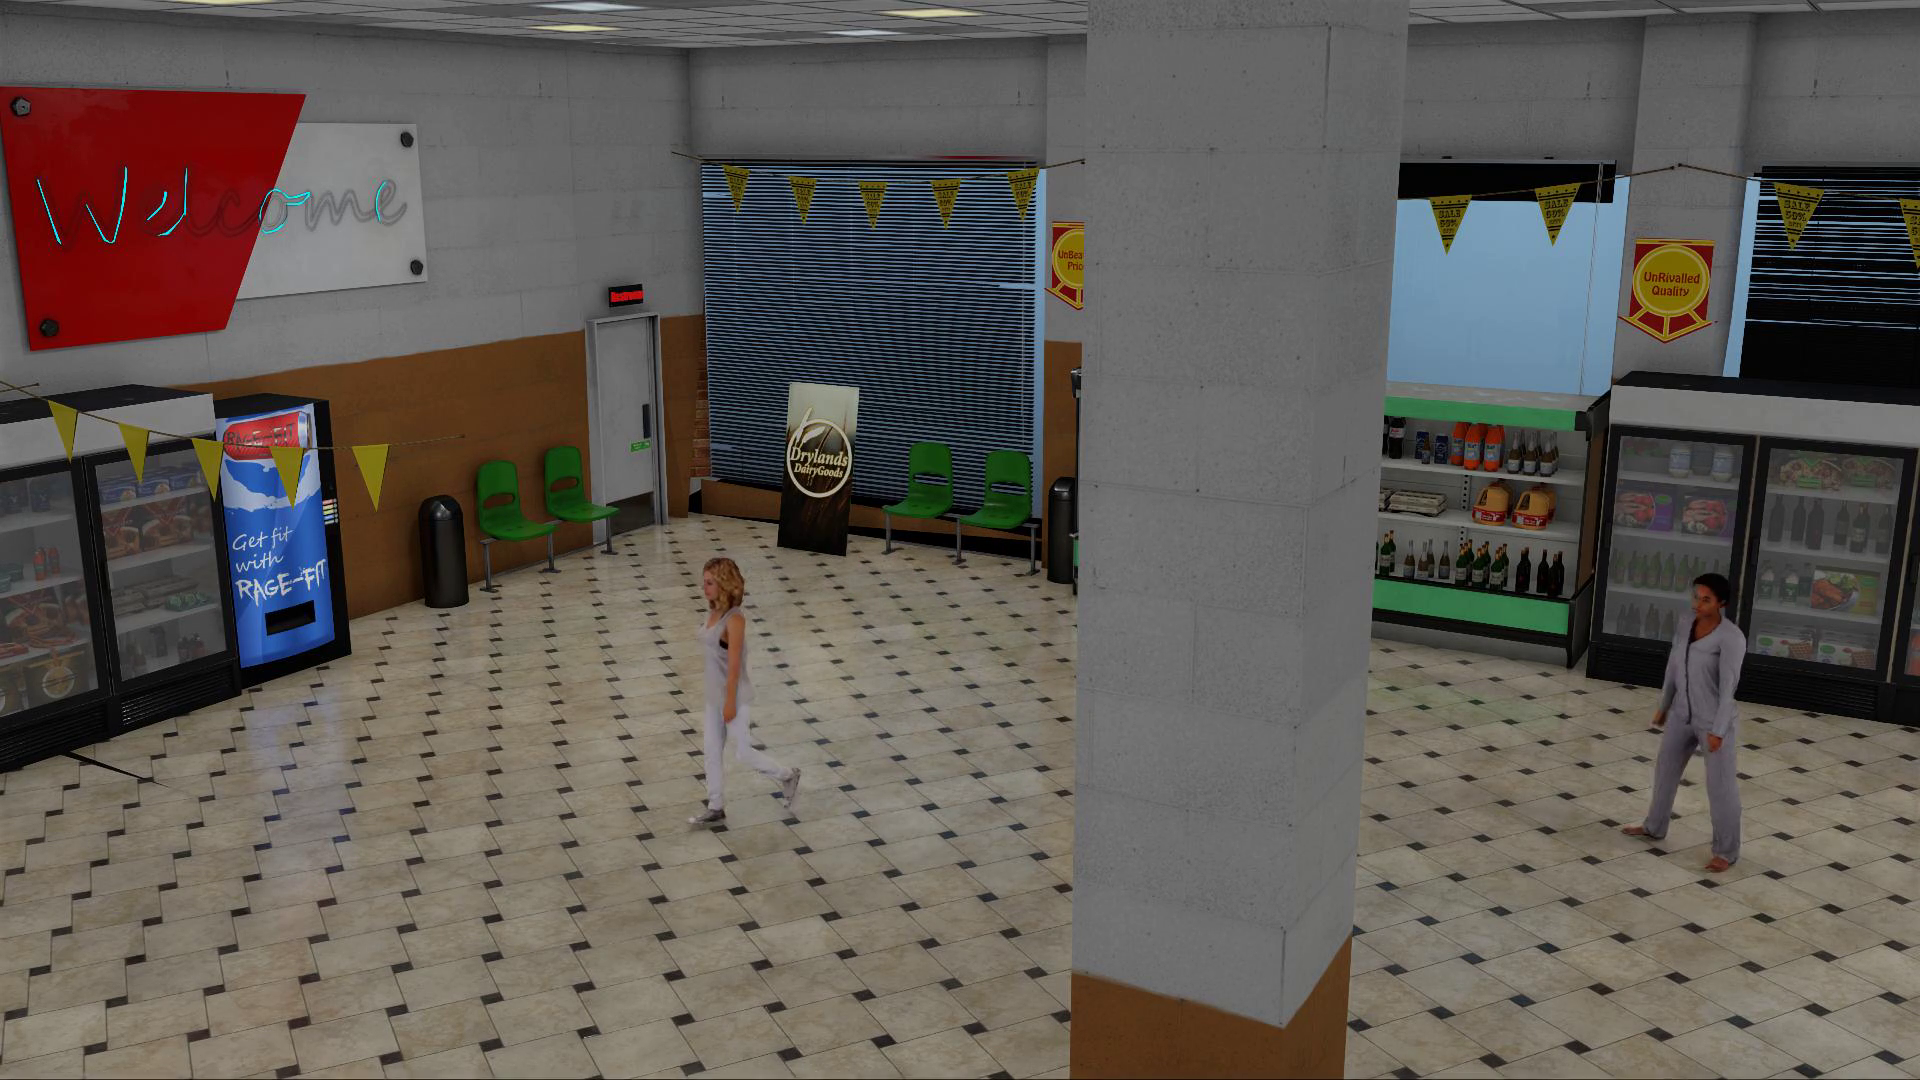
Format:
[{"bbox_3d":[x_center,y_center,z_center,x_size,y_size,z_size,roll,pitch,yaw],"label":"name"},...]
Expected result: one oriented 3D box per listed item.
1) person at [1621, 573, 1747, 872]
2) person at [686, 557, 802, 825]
[{"bbox_3d":[4.293,1.020,9.549,0.953,1.719,0.854,-3,14,-11],"label":"person"},{"bbox_3d":[-1.321,0.922,10.092,0.951,1.653,1.005,-8,16,-29],"label":"person"}]
